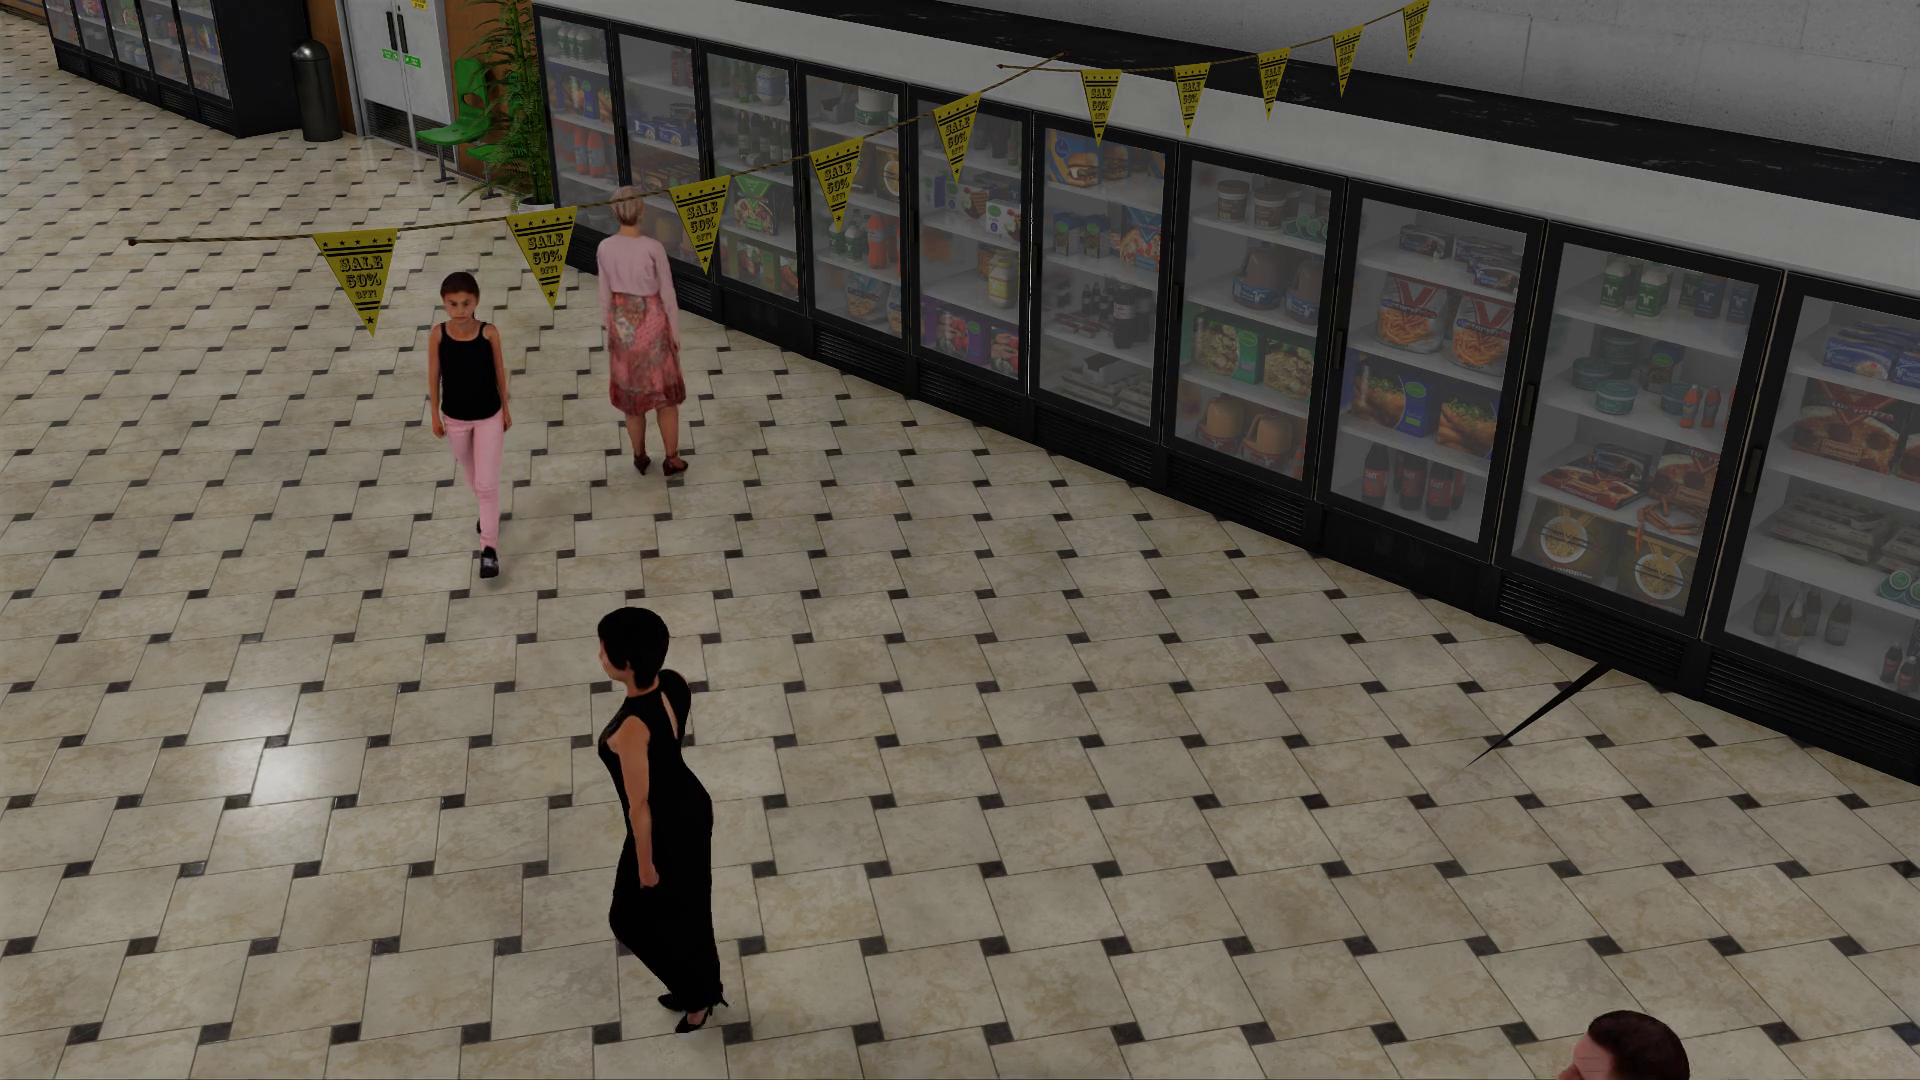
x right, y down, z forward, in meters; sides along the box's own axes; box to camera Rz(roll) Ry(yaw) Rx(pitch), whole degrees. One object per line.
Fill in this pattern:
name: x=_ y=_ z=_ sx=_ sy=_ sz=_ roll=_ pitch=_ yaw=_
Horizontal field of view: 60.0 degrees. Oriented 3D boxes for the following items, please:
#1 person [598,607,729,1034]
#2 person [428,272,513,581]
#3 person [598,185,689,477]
person: x=-0.870 y=0.936 z=5.328 sx=0.757 sy=1.593 sz=0.669 roll=8 pitch=28 yaw=15
person: x=-2.480 y=-0.631 z=8.496 sx=1.043 sy=1.523 sz=1.009 roll=-3 pitch=27 yaw=-6
person: x=-1.795 y=-1.149 z=9.329 sx=0.678 sy=1.693 sz=0.727 roll=2 pitch=27 yaw=3
